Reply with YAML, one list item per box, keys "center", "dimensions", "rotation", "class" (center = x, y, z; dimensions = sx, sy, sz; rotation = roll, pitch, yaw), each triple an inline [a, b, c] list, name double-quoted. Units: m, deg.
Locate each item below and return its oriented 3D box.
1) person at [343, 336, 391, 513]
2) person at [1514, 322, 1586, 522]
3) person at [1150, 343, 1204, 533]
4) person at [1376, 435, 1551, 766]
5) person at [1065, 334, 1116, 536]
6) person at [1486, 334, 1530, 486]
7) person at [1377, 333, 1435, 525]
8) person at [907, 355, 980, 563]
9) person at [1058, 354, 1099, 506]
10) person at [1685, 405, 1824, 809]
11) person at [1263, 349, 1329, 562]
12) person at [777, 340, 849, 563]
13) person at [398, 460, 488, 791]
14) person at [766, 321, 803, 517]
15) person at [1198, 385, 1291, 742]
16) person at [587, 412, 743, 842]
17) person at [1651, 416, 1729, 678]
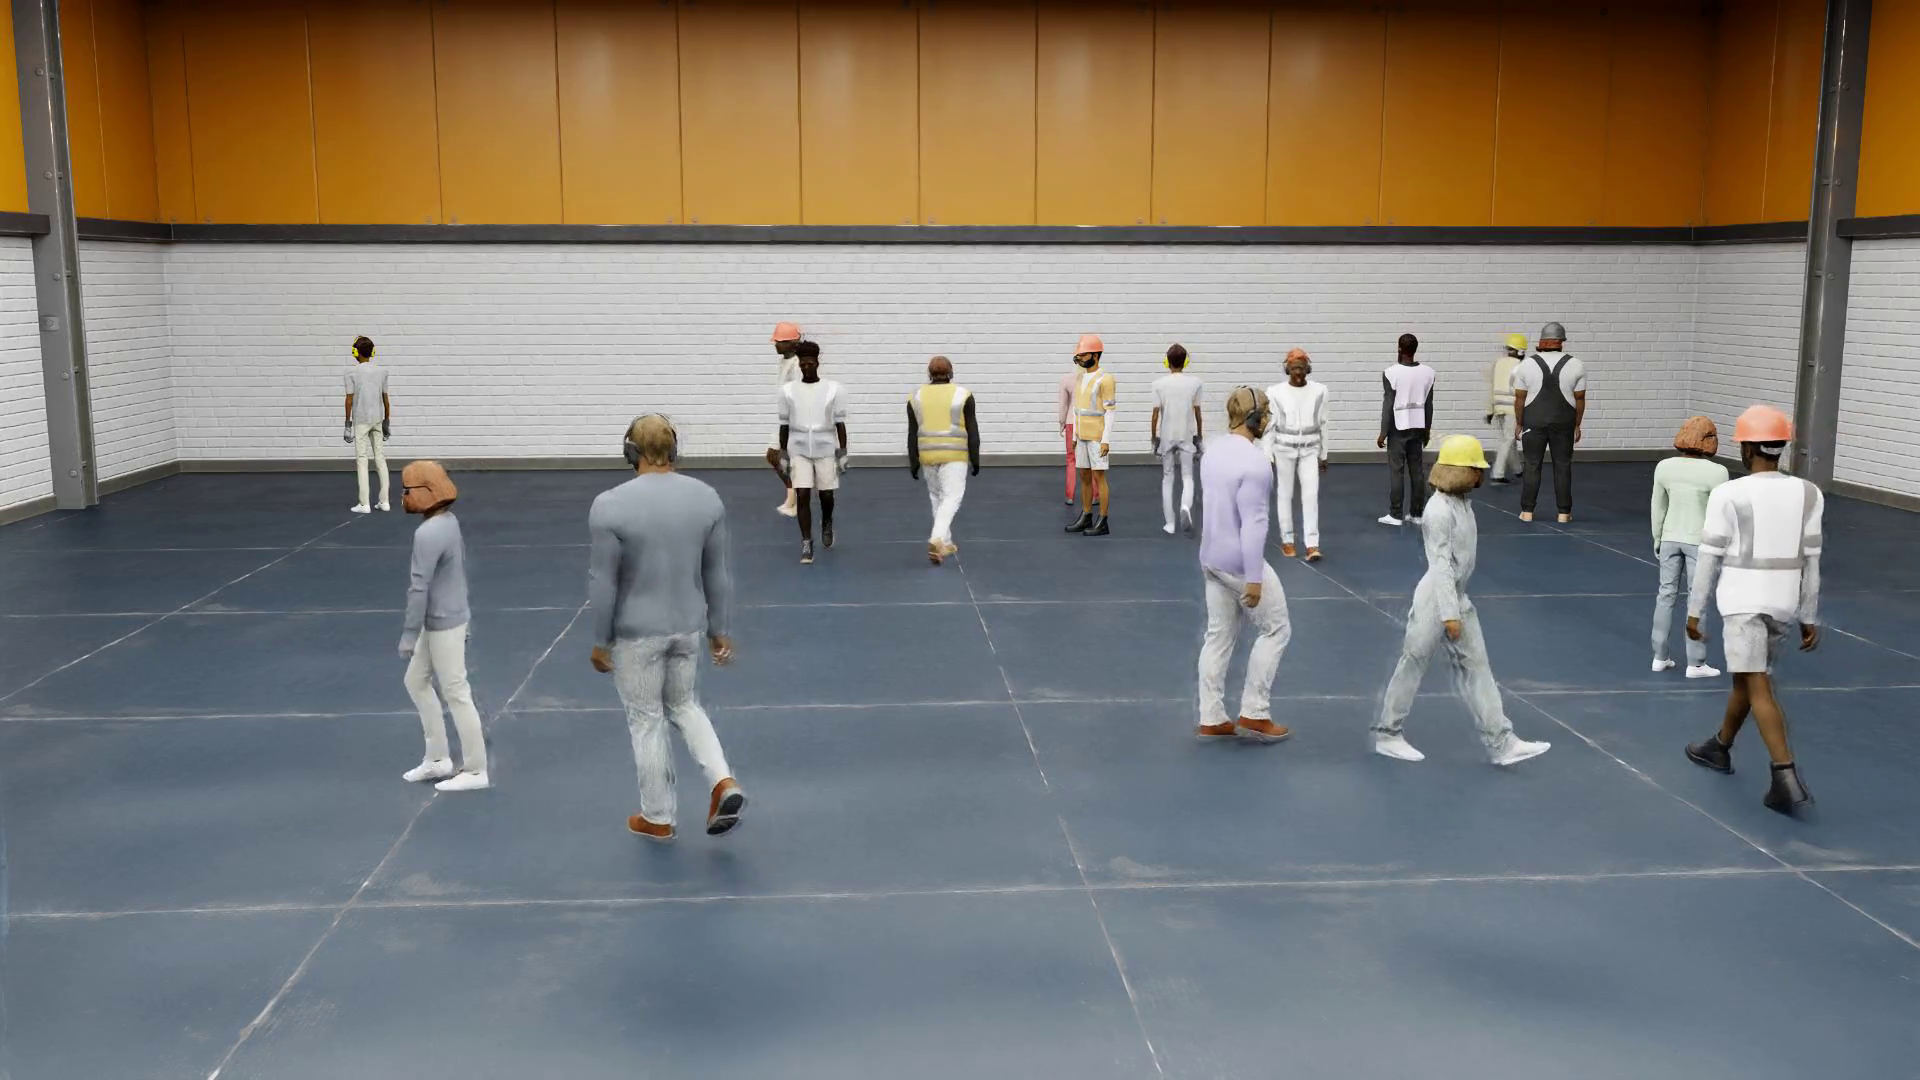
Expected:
- center: [-6.260, -1.215, 17.554]
  dimensions: [0.319, 1.866, 0.511]
  rotation: [8, 12, 40]
  class: "person"
- center: [5.972, -1.201, 16.898]
  dimensions: [0.684, 2.000, 0.536]
  rotation: [3, 9, 17]
  class: "person"
- center: [2.085, -0.956, 15.970]
  dimensions: [0.522, 1.853, 0.591]
  rotation: [1, 9, 3]
  class: "person"
- center: [2.527, 0.322, 8.382]
  dimensions: [0.894, 1.692, 0.511]
  rotation: [7, 11, 35]
  class: "person"
- center: [1.247, -1.006, 15.997]
  dimensions: [0.359, 1.936, 0.552]
  rotation: [-6, 11, -32]
  class: "person"
- center: [6.683, -1.555, 19.897]
  dimensions: [0.897, 1.789, 0.619]
  rotation: [-4, 10, -26]
  class: "person"
- center: [4.473, -1.105, 16.678]
  dimensions: [0.600, 1.917, 0.376]
  rotation: [-3, 10, -21]
  class: "person"
- center: [-0.165, -0.713, 14.578]
  dimensions: [0.631, 1.813, 0.836]
  rotation: [3, 10, 19]
  class: "person"
- center: [1.332, -1.247, 18.052]
  dimensions: [0.531, 1.768, 0.311]
  rotation: [1, 9, 8]
  class: "person"
- center: [3.833, 0.302, 7.977]
  dimensions: [0.556, 1.888, 1.035]
  rotation: [-1, 9, -5]
  class: "person"
- center: [2.946, -0.722, 14.483]
  dimensions: [0.592, 1.849, 0.898]
  rotation: [0, 9, 3]
  class: "person"
- center: [-1.288, -0.788, 14.605]
  dimensions: [0.623, 1.943, 0.664]
  rotation: [0, 9, 1]
  class: "person"
- center: [-2.562, 0.425, 8.010]
  dimensions: [0.563, 1.613, 0.503]
  rotation: [-1, 9, -9]
  class: "person"
- center: [-1.766, -1.230, 17.127]
  dimensions: [0.483, 2.024, 0.654]
  rotation: [-4, 10, -25]
  class: "person"
- center: [1.559, 0.140, 8.842]
  dimensions: [0.615, 1.919, 0.659]
  rotation: [-3, 9, -18]
  class: "person"
- center: [-1.267, 0.408, 7.199]
  dimensions: [0.631, 1.919, 0.577]
  rotation: [-8, 12, -41]
  class: "person"
- center: [4.555, 0.040, 10.382]
  dimensions: [0.279, 1.633, 0.505]
  rotation: [-6, 11, -35]
  class: "person"
